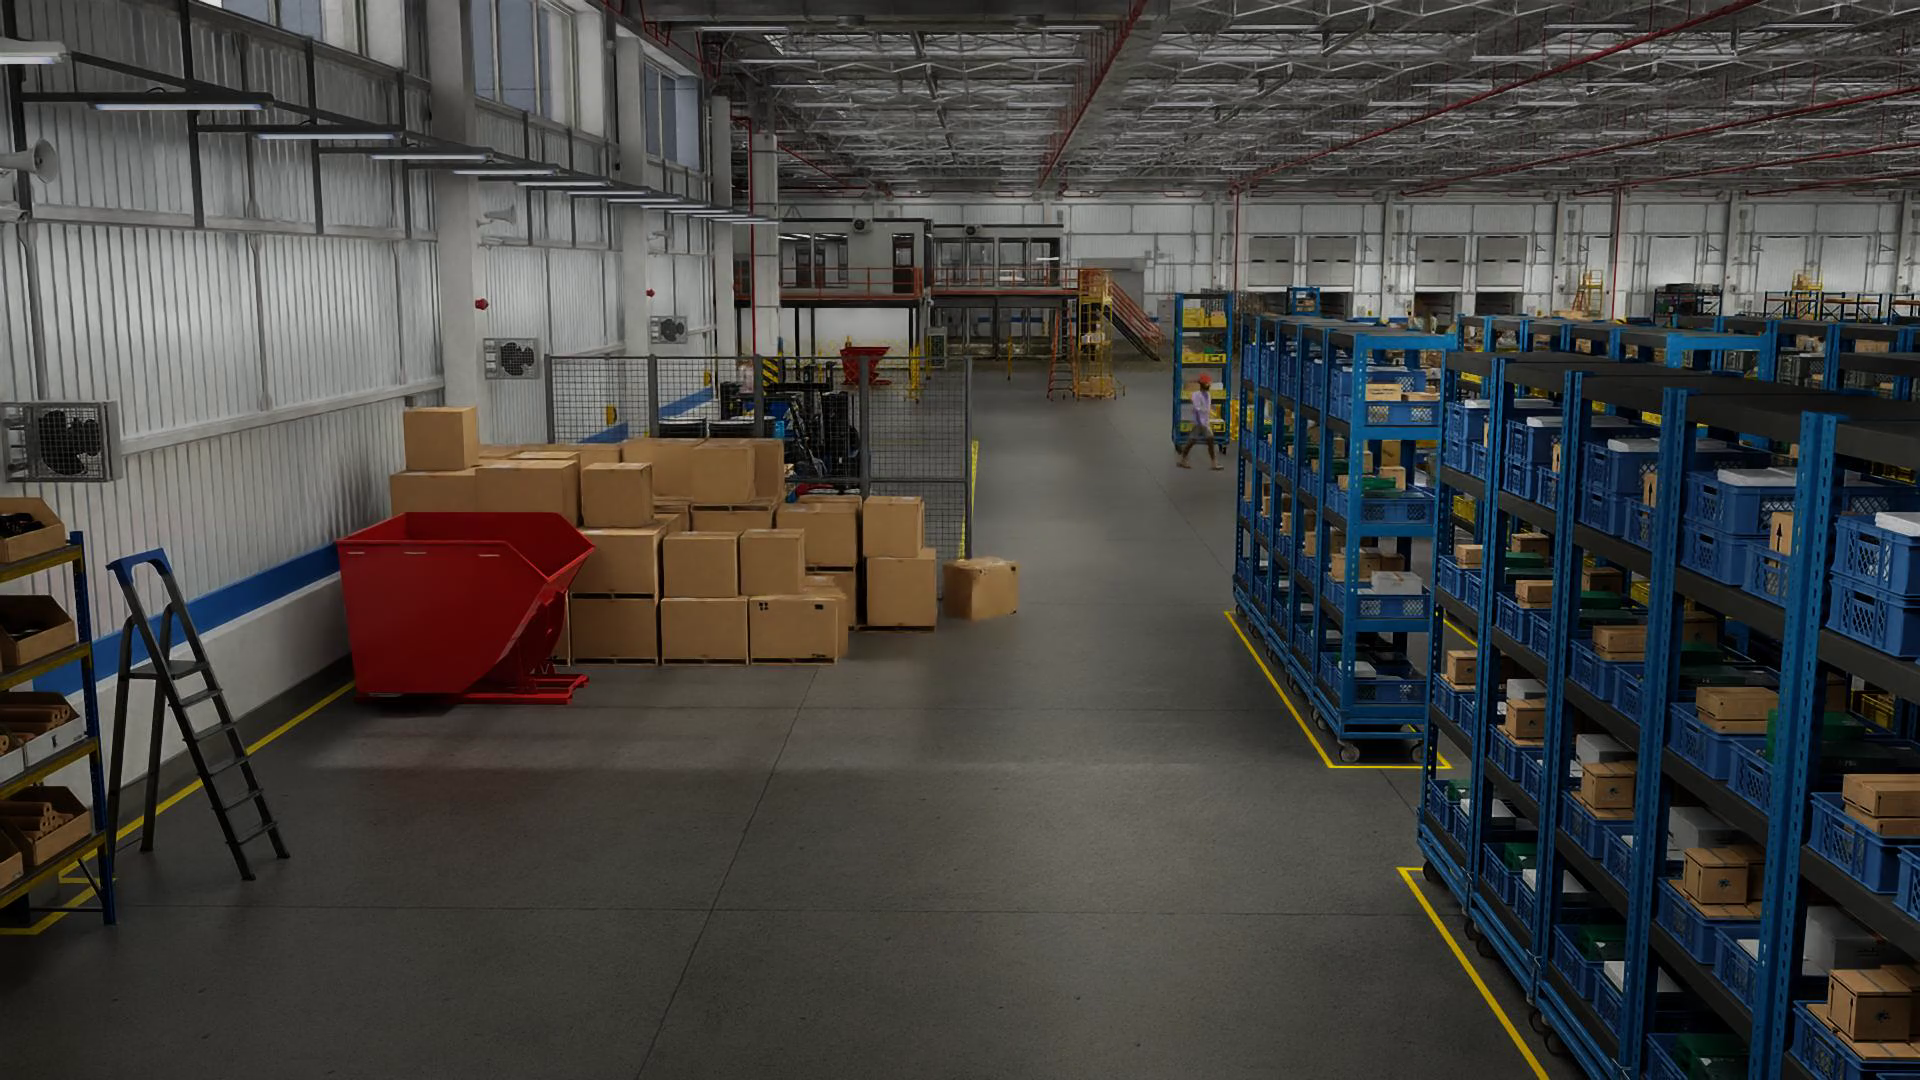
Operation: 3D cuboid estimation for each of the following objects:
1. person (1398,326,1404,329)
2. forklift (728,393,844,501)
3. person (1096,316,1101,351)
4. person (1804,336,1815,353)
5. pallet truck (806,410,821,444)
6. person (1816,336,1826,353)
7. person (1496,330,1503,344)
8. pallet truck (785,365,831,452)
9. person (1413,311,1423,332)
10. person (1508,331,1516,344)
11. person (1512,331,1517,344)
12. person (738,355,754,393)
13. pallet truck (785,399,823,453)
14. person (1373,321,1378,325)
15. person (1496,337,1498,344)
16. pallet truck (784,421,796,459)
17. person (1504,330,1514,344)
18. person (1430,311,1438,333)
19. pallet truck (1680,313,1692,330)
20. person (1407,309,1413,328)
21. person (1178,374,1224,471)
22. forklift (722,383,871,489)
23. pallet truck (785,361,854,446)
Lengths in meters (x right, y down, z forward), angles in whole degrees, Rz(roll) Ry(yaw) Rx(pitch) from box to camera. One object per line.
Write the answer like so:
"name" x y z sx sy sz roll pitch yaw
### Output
"person" 17.484 -7.524 65.952 0.874 1.903 0.563 -3 10 -19
"forklift" -2.979 -1.316 26.476 2.680 1.987 1.157 0 9 1
"person" 6.871 -10.326 83.420 0.589 1.861 0.839 -1 9 -7
"person" 31.996 -6.962 62.616 0.329 1.873 0.516 -3 10 -15
"pallet truck" -3.559 -2.018 33.905 1.522 1.261 0.704 0 9 -1
"person" 30.697 -6.456 59.329 0.414 1.918 0.575 -1 9 -4
"person" 20.667 -7.157 63.975 0.971 1.819 0.583 3 10 17
"pallet truck" -3.774 -2.976 37.635 1.885 1.965 0.823 1 9 5
"person" 24.593 -11.349 89.558 0.609 1.913 0.900 8 12 42
"person" 27.473 -10.202 82.851 0.629 1.790 0.970 -4 10 -24
"person" 20.013 -6.547 59.758 0.367 1.966 0.607 -4 10 -23
"person" -5.474 -3.934 43.864 0.616 1.885 0.679 7 12 39
"pallet truck" -3.814 -2.432 36.419 1.630 1.274 0.653 0 9 1
"person" 18.723 -8.944 74.981 0.405 1.833 0.513 -3 10 -18
"person" 21.348 -7.443 66.014 0.859 1.730 0.529 1 9 4
"pallet truck" -4.013 -1.793 32.705 1.601 1.201 0.680 0 9 1
"person" 26.216 -9.661 79.142 0.900 1.906 0.655 -6 11 -31
"person" 26.368 -11.801 92.558 0.430 1.843 0.625 3 10 16
"pallet truck" 36.315 -10.531 84.244 0.823 1.965 1.885 -6 11 -33
"person" 25.591 -12.174 94.627 0.398 1.918 0.587 5 11 30
"person" 4.983 -2.443 34.363 0.608 2.000 1.042 -9 13 -43
"forklift" -2.893 -1.687 28.729 2.680 1.987 1.157 0 9 -1
"pallet truck" -3.410 -3.193 38.978 1.885 1.965 0.823 0 9 -1
